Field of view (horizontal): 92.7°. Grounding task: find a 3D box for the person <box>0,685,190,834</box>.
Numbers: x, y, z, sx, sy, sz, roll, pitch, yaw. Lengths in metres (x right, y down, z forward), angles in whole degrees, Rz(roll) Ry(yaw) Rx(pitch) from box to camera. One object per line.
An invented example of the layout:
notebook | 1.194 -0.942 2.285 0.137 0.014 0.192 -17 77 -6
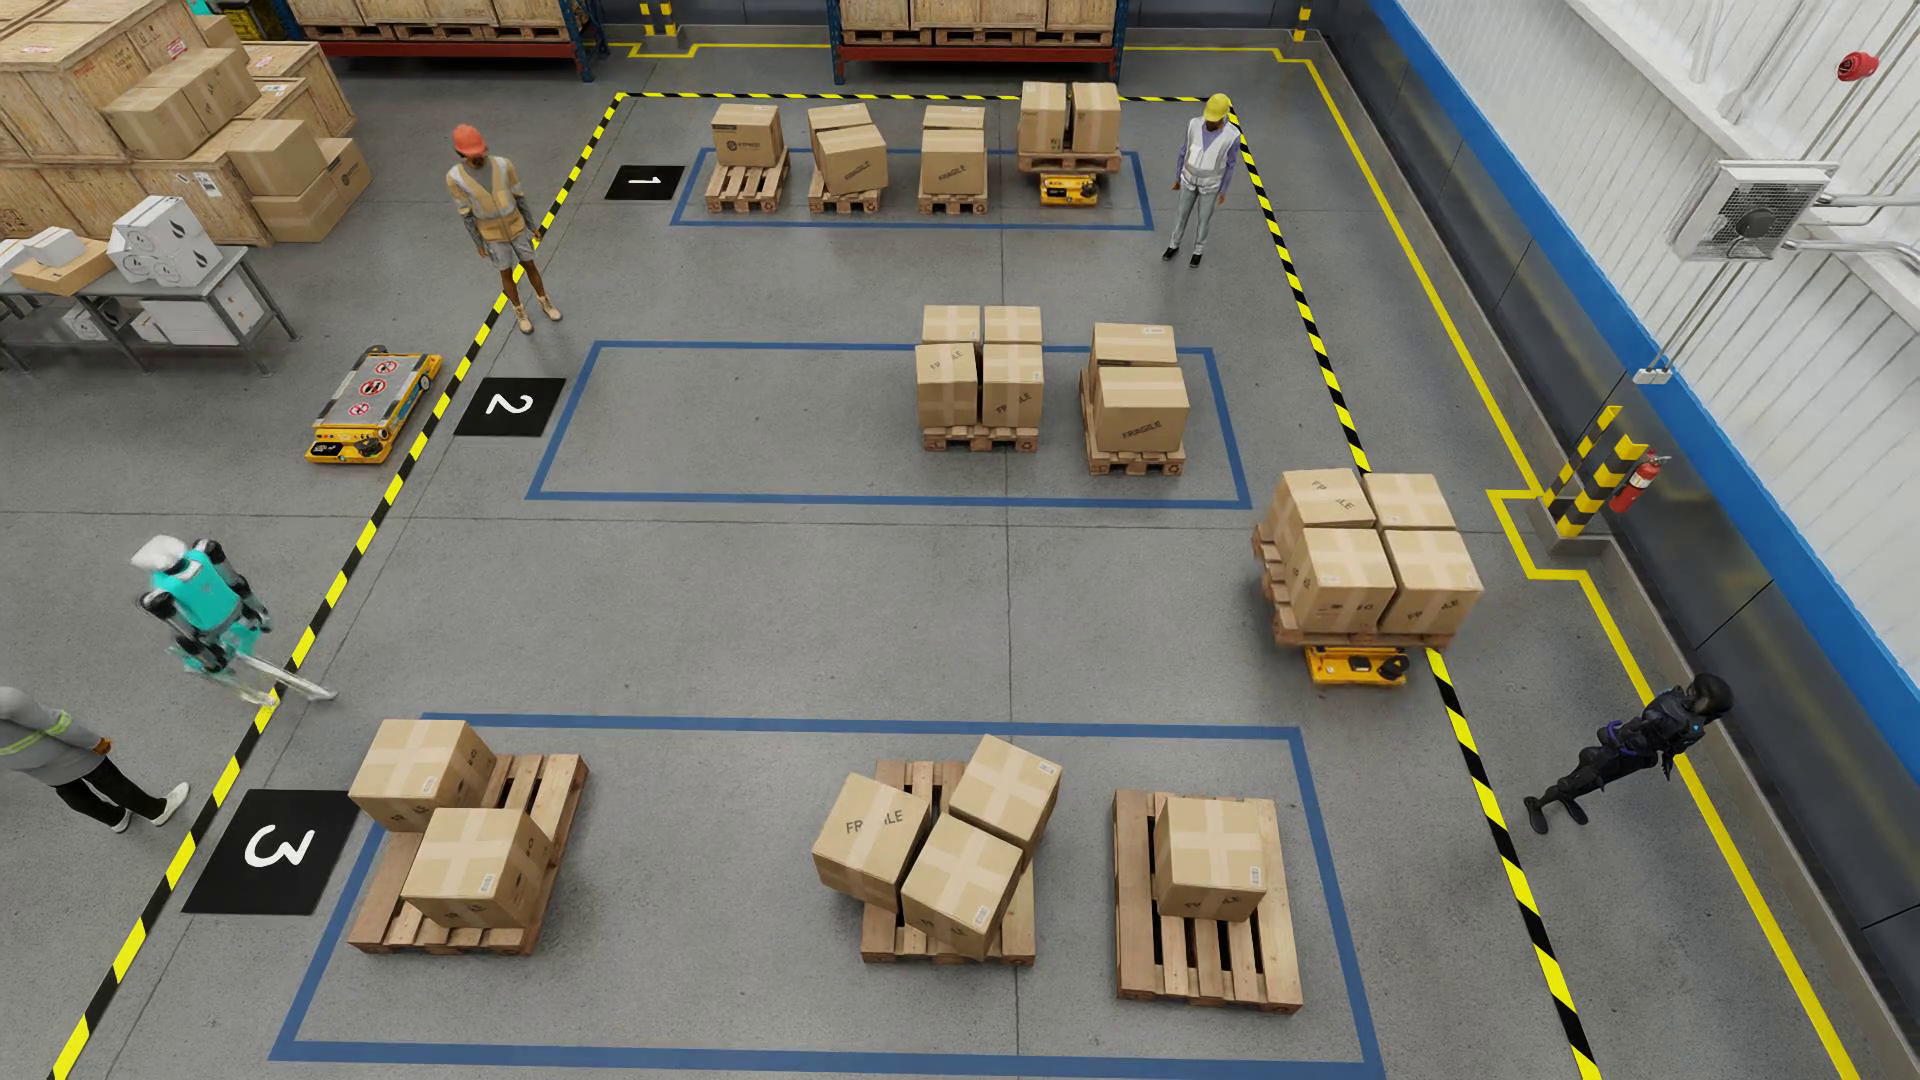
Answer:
person | -5.333 1.174 5.336 0.599 1.850 0.387 -6 50 -5

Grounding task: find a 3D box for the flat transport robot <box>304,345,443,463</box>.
flat transport robot | -5.383 -1.269 8.441 0.659 0.231 1.431 1 50 1

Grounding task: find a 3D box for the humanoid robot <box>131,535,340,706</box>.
humanoid robot | -4.852 0.594 5.916 0.920 1.747 0.555 6 50 5

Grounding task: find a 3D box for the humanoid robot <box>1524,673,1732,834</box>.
humanoid robot | 3.925 1.262 5.368 0.599 1.655 0.315 -7 50 -6

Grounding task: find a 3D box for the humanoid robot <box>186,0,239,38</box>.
humanoid robot | -9.744 -6.483 11.949 0.730 1.893 0.554 36 58 26

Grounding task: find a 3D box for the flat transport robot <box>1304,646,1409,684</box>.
flat transport robot | 2.879 0.435 6.980 0.652 0.197 1.431 1 50 1

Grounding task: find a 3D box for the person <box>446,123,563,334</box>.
person | -4.313 -2.924 8.679 0.604 2.046 0.373 -31 56 -23

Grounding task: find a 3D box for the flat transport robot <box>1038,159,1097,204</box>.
flat transport robot | 1.297 -4.582 11.226 0.652 0.197 1.431 1 50 1

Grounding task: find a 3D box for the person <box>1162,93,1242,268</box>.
person | 2.494 -3.702 9.481 0.587 1.822 0.403 23 53 18
